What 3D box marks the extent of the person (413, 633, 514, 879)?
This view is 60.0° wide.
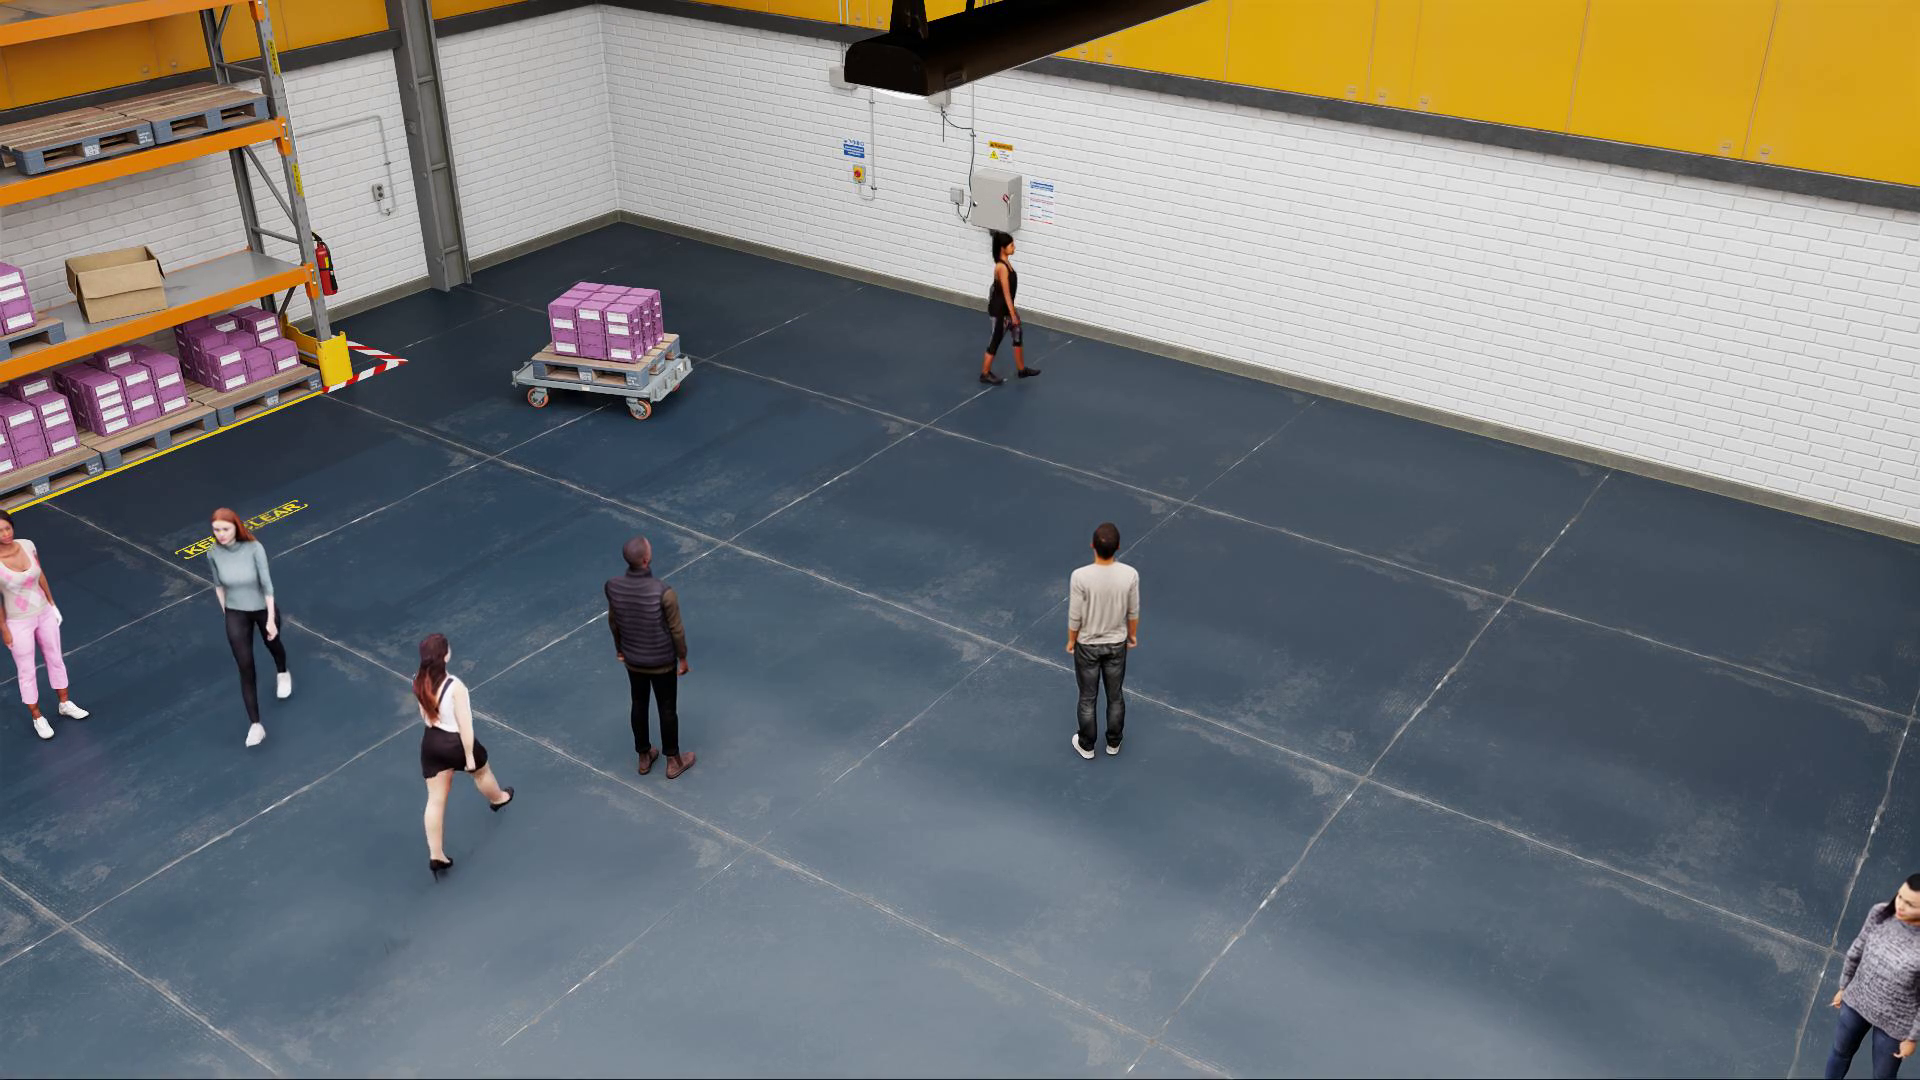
[{"bbox_3d":[-3.249,1.377,10.420,0.822,1.596,1.173,8,30,14],"label":"person"}]

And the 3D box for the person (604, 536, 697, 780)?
[{"bbox_3d":[-2.101,0.790,11.245,0.756,1.836,0.687,9,30,16],"label":"person"}]

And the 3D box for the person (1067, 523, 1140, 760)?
[{"bbox_3d":[0.981,0.698,11.438,0.721,1.812,0.774,-4,29,-7],"label":"person"}]

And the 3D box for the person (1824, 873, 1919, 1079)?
[{"bbox_3d":[4.682,2.380,8.439,0.689,1.731,0.689,-13,31,-23],"label":"person"}]

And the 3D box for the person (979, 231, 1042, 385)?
[{"bbox_3d":[0.356,-2.395,17.283,0.910,1.644,0.924,3,29,5],"label":"person"}]

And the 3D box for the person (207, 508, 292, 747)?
[{"bbox_3d":[-5.017,0.526,11.886,1.115,1.684,1.195,-4,29,-7],"label":"person"}]

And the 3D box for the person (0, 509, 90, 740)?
[{"bbox_3d":[-6.585,0.566,11.754,0.659,1.742,0.472,15,32,25],"label":"person"}]
